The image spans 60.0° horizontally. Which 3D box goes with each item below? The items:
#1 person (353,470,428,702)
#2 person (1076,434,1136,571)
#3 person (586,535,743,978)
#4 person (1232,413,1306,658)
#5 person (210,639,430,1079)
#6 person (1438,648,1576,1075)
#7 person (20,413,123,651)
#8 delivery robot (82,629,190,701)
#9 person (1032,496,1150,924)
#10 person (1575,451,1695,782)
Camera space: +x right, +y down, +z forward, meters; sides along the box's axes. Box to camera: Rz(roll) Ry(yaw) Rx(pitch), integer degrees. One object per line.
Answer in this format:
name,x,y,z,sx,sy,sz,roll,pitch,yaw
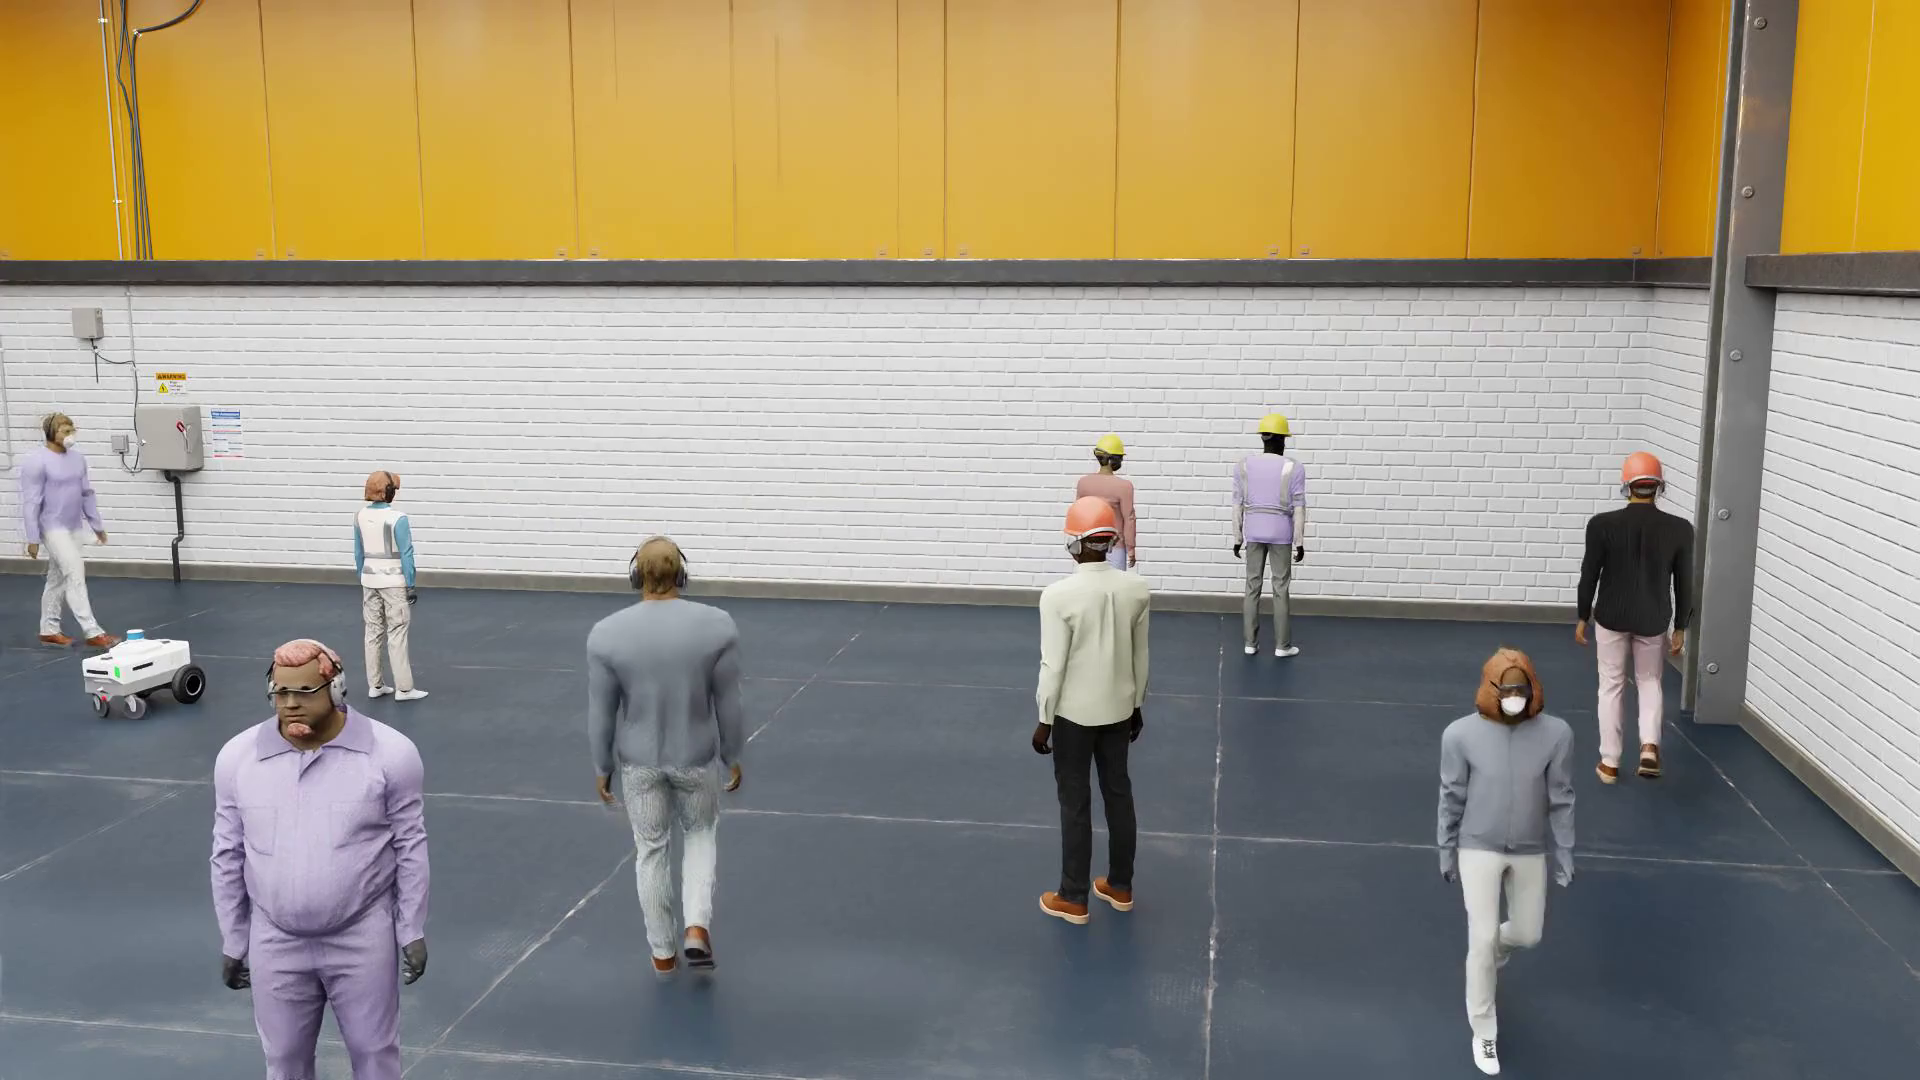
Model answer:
person,-4.038,0.328,11.715,0.513,1.637,0.309,4,10,25
person,1.149,0.056,13.002,0.531,1.765,0.327,7,11,36
person,-1.250,0.933,7.080,0.650,1.929,0.443,-2,9,-13
person,2.427,-0.032,13.060,0.586,1.921,0.383,5,10,28
person,-2.008,1.244,5.240,0.646,1.907,0.401,-1,9,-8
person,2.099,1.190,6.487,0.508,1.615,0.630,0,9,1
person,-7.044,-0.058,13.259,0.918,1.900,0.656,1,9,7
delivery robot,-5.673,0.861,11.467,0.477,0.478,0.707,3,10,17
person,0.605,0.787,7.781,0.625,1.992,0.389,-6,11,-32
person,3.969,0.468,9.818,0.619,1.980,0.455,2,9,12
